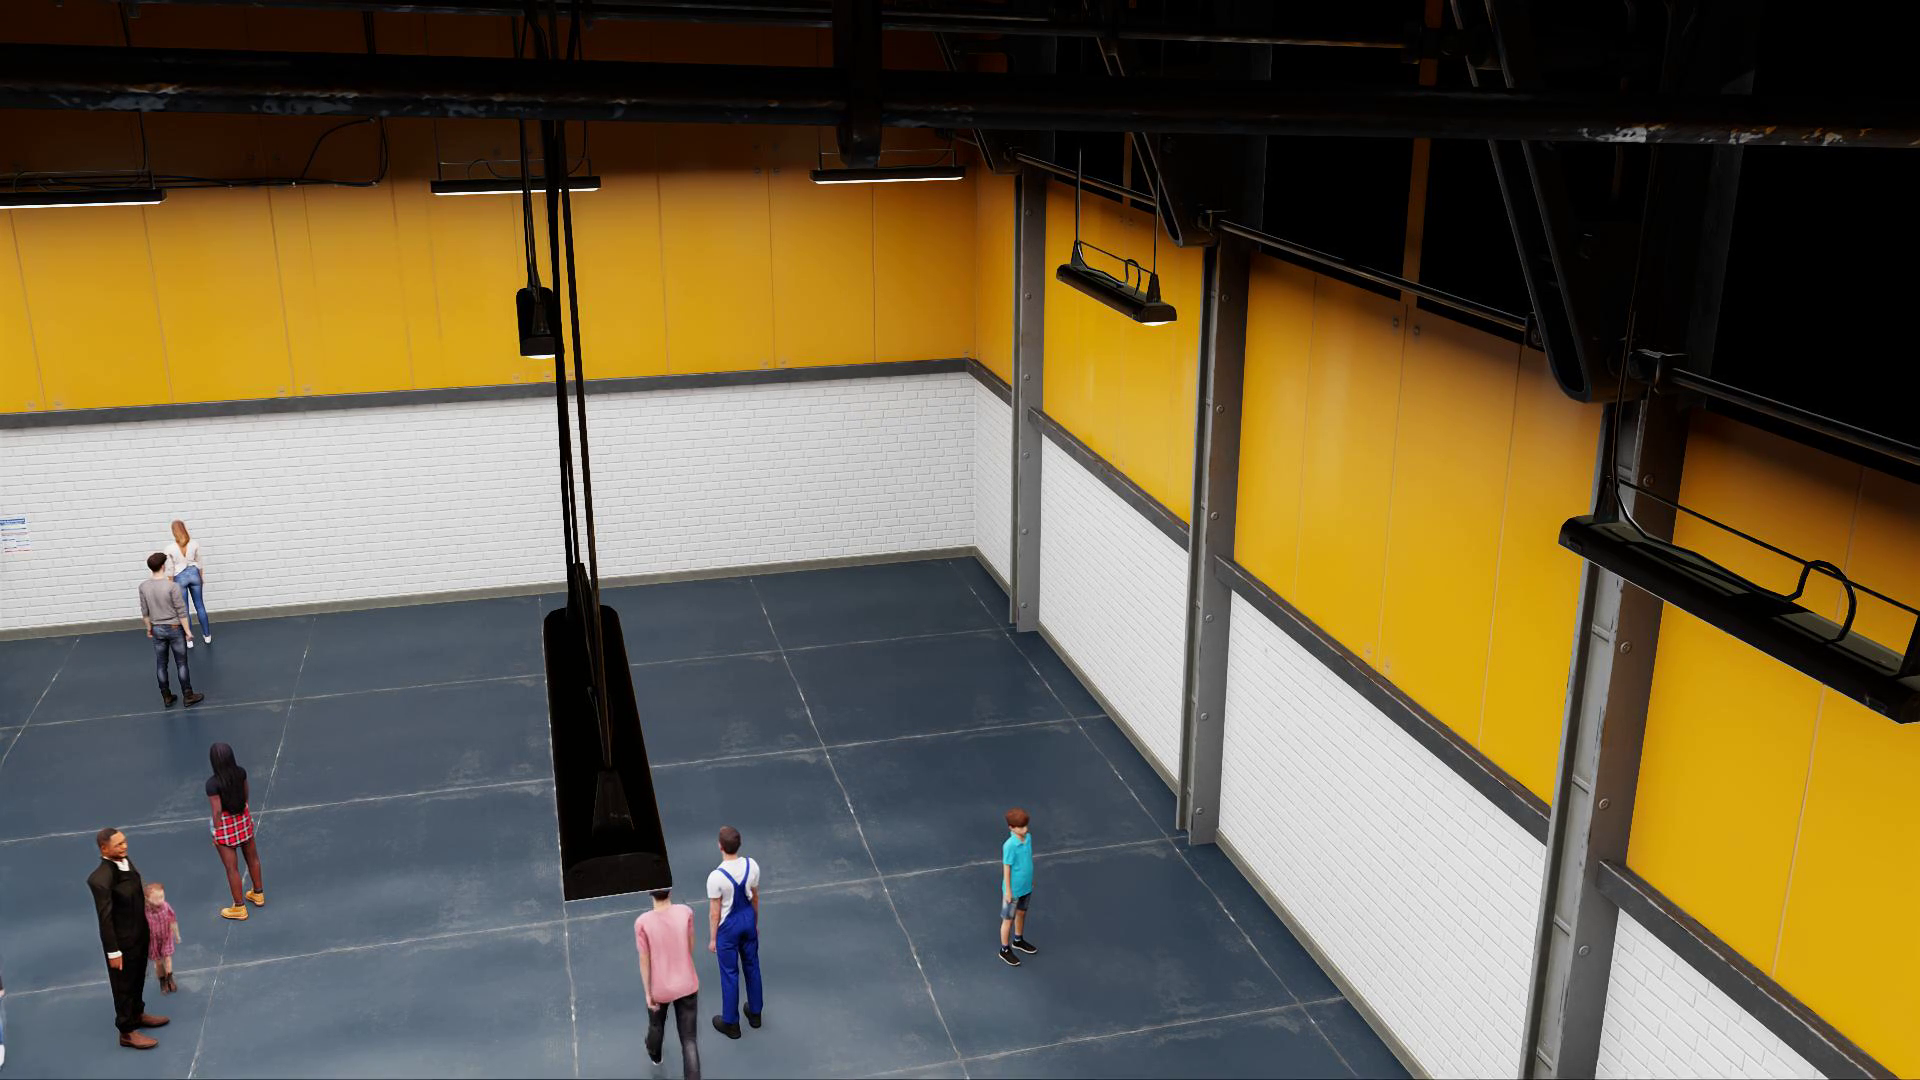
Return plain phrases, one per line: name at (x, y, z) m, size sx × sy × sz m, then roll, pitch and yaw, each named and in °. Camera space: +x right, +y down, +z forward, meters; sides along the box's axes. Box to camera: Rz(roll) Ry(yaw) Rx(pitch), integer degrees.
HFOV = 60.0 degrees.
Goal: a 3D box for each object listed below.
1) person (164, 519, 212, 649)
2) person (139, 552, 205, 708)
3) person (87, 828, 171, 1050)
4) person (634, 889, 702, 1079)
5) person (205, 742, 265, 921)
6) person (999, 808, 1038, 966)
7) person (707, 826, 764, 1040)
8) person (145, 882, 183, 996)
person at (-10.057, 0.546, 21.647) m, size 0.688 × 1.721 × 0.686 m, roll -16°, pitch 24°, yaw -40°
person at (-9.438, 1.070, 19.801) m, size 0.745 × 1.904 × 0.685 m, roll 0°, pitch 19°, yaw 1°
person at (-6.784, 3.193, 13.498) m, size 0.807 × 1.903 × 0.598 m, roll -2°, pitch 19°, yaw -5°
person at (-2.169, 3.474, 12.654) m, size 0.688 × 1.910 × 1.249 m, roll -6°, pitch 20°, yaw -18°
person at (-6.716, 2.658, 15.361) m, size 0.781 × 1.728 × 0.704 m, roll 7°, pitch 20°, yaw 20°
person at (0.505, 3.025, 14.709) m, size 0.629 × 1.449 × 0.595 m, roll 14°, pitch 23°, yaw 36°
person at (-1.836, 3.185, 13.605) m, size 0.705 × 1.851 × 0.694 m, roll -14°, pitch 23°, yaw -35°
person at (-6.888, 3.390, 14.299) m, size 0.505 × 1.019 × 0.537 m, roll -17°, pitch 25°, yaw -40°
